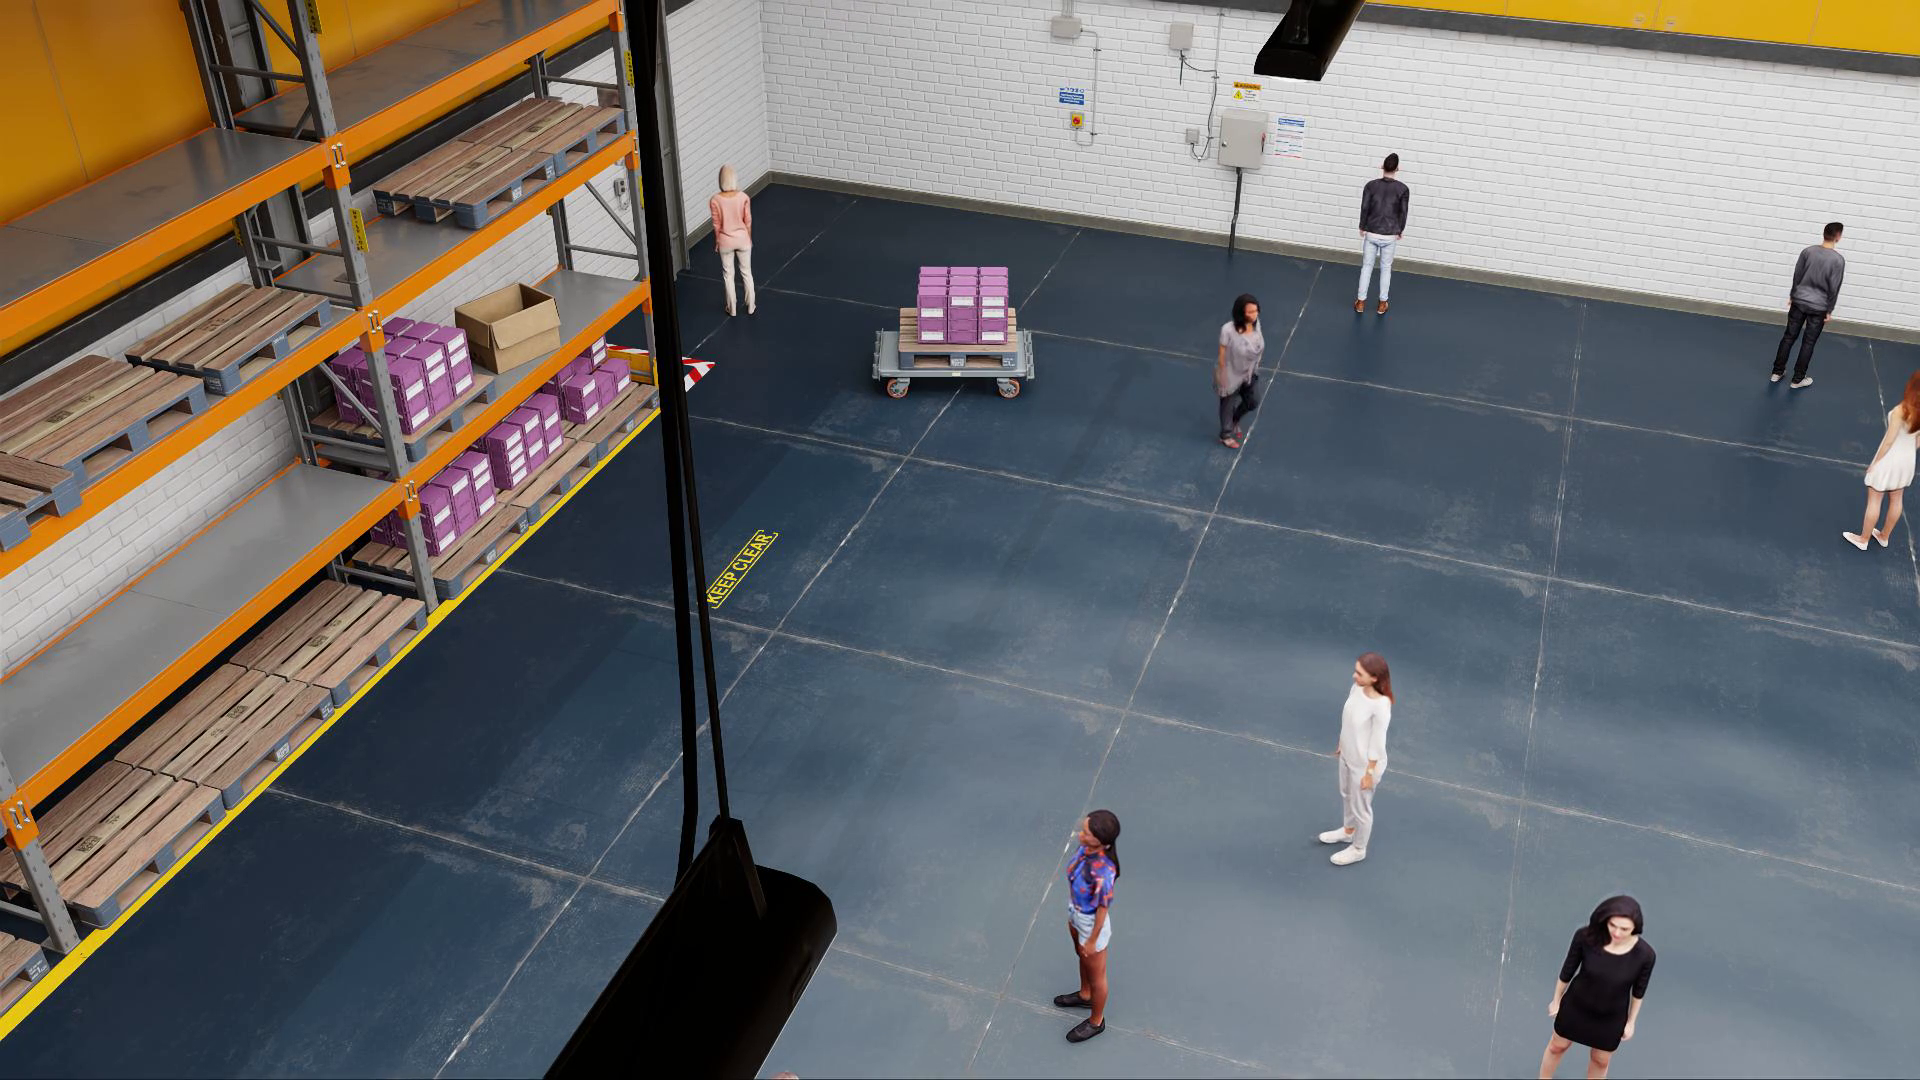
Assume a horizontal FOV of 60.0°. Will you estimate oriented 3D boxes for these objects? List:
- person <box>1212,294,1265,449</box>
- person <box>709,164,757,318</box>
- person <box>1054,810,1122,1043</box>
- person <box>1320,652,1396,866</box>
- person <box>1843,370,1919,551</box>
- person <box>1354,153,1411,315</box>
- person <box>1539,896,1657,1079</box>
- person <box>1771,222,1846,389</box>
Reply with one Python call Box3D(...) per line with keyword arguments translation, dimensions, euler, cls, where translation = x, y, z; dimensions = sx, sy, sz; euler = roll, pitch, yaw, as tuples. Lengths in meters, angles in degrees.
Box3D(translation=(2.613, -1.657, 15.913), dimensions=(0.761, 1.598, 0.835), euler=(-20, 39, -28), cls="person")
Box3D(translation=(-2.490, -3.287, 18.250), dimensions=(0.677, 1.724, 0.700), euler=(-8, 35, -12), cls="person")
Box3D(translation=(0.778, 2.265, 9.883), dimensions=(0.727, 1.742, 0.625), euler=(-7, 34, -11), cls="person")
Box3D(translation=(2.709, 1.445, 11.165), dimensions=(0.759, 1.688, 0.673), euler=(-9, 35, -13), cls="person")
Box3D(translation=(8.076, -0.693, 14.362), dimensions=(0.646, 1.710, 0.673), euler=(-7, 34, -10), cls="person")
Box3D(translation=(4.626, -3.361, 18.261), dimensions=(0.671, 1.836, 0.572), euler=(8, 34, 12), cls="person")
Box3D(translation=(3.534, 2.639, 9.264), dimensions=(0.621, 1.802, 0.534), euler=(15, 37, 22), cls="person")
Box3D(translation=(8.632, -2.395, 16.876), dimensions=(0.693, 1.761, 0.699), euler=(-26, 42, -34), cls="person")
